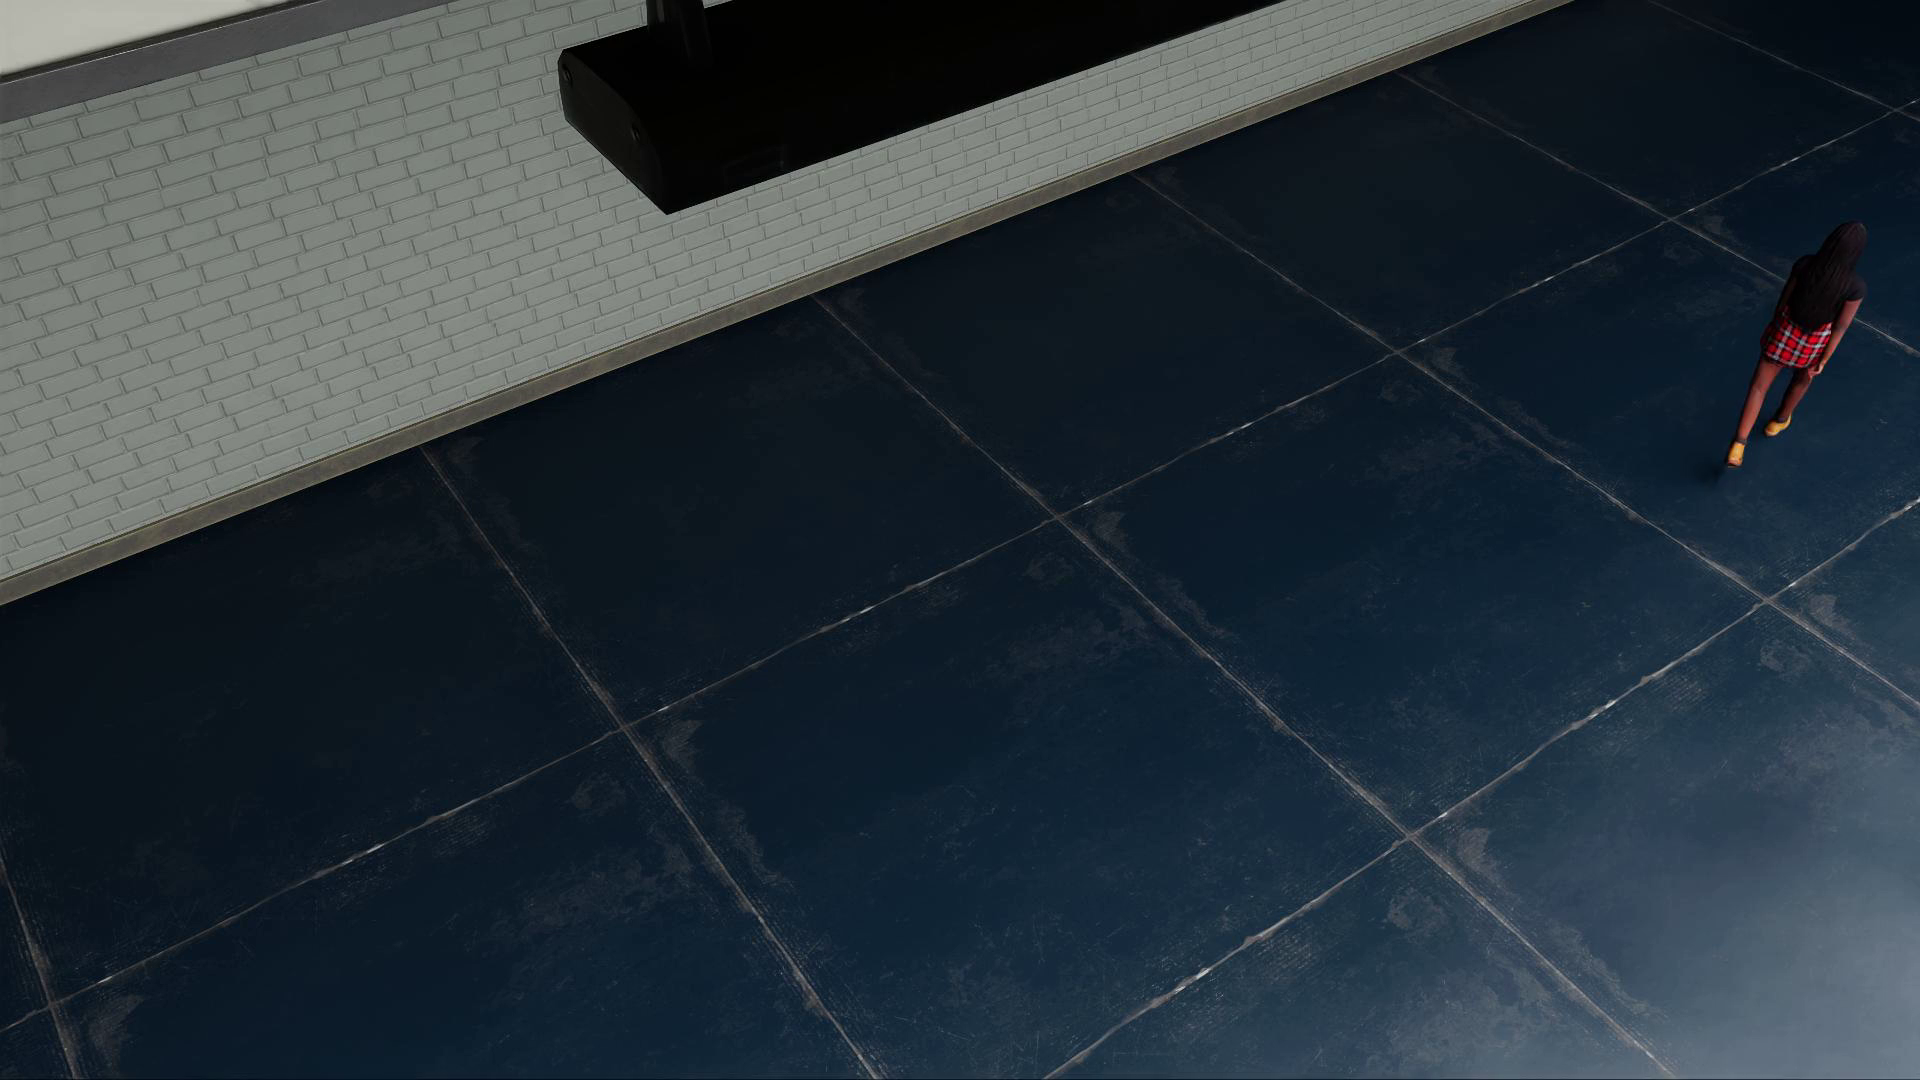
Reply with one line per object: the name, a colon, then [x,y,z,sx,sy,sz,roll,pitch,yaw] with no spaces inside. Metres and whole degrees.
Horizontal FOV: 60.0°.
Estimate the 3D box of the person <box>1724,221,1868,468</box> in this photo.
person: [5.126,-1.163,10.246,1.178,1.694,0.934,25,49,25]
